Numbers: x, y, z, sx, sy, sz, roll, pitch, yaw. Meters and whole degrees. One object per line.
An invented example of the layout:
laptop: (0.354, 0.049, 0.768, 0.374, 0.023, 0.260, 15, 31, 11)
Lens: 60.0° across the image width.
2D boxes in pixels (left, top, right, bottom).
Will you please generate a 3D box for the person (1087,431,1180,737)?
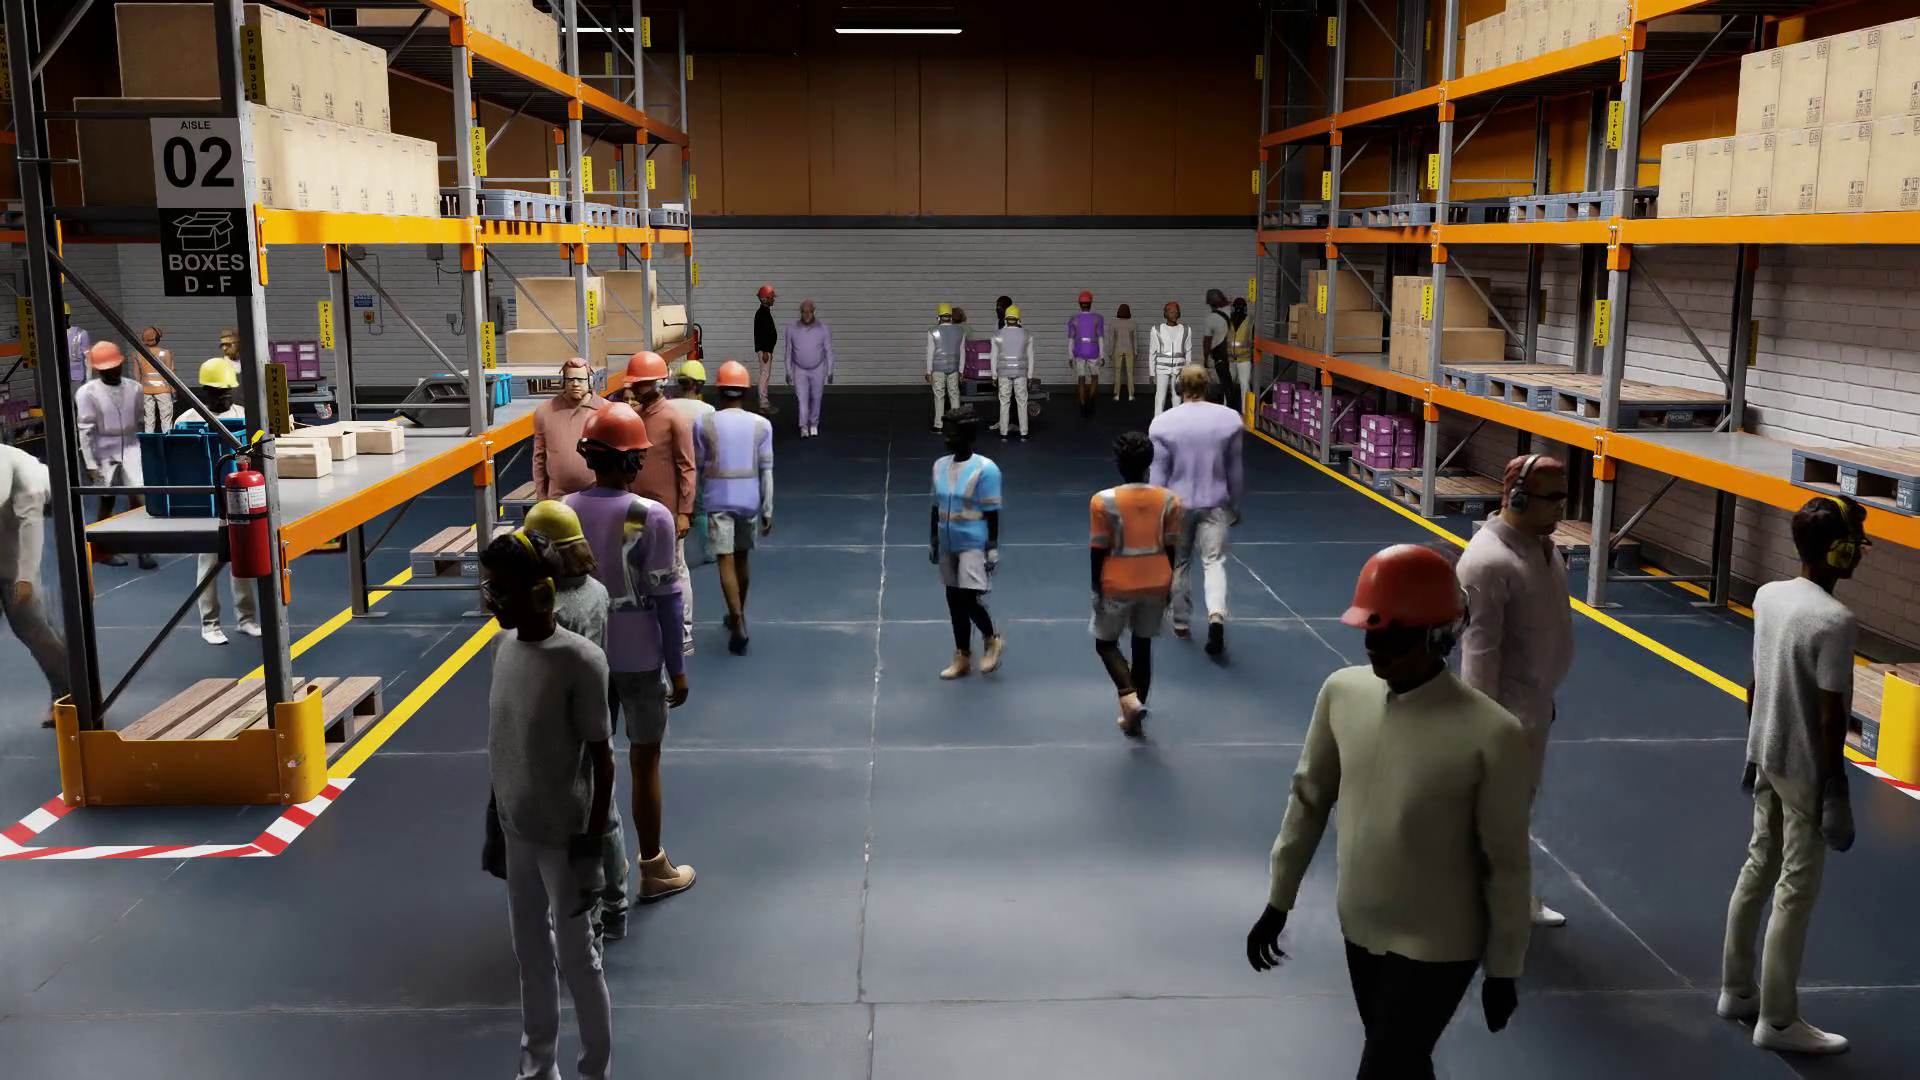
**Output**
person: (0.951, 0.263, 8.896, 0.533, 1.686, 0.468, -3, 11, -17)

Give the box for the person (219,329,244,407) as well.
person: (-7.313, -1.237, 16.937, 0.602, 1.810, 0.644, -2, 10, -9)

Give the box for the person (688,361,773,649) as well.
person: (-1.508, -0.244, 11.120, 0.547, 1.902, 0.952, -4, 11, -21)

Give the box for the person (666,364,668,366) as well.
person: (-4.870, -2.863, 25.710, 0.640, 1.906, 0.846, 4, 11, 22)

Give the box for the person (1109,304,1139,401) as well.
person: (2.770, -3.170, 28.137, 0.497, 1.634, 0.278, 1, 10, 6)

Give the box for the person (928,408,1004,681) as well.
person: (0.017, 0.036, 10.129, 0.548, 1.682, 0.362, 10, 14, 43)

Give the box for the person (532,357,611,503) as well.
person: (-2.623, -0.306, 11.467, 0.642, 1.902, 0.400, 0, 10, 0)

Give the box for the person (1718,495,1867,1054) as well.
person: (2.798, 0.769, 5.561, 0.323, 1.865, 0.534, -1, 10, -4)

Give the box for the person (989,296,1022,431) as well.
person: (0.678, -2.509, 23.670, 0.372, 1.915, 0.596, -6, 12, -31)

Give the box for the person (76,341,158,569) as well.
person: (-6.872, -0.680, 13.554, 0.886, 1.880, 0.562, 9, 14, 42)

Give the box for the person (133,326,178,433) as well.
person: (-9.910, -1.805, 20.514, 0.514, 1.642, 0.310, 0, 10, 2)

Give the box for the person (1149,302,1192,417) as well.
person: (2.813, -2.238, 22.252, 0.584, 1.882, 0.349, -1, 10, -3)

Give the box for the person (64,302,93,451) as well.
person: (-11.447, -2.096, 21.338, 0.595, 1.925, 0.373, -1, 10, -3)

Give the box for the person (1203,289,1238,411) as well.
person: (3.988, -2.866, 25.313, 0.759, 2.000, 0.910, -6, 12, -28)

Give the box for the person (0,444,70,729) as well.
person: (-5.115, 0.167, 8.857, 0.632, 1.894, 1.011, 0, 10, 0)

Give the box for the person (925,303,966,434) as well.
person: (-0.216, -2.400, 23.294, 0.603, 1.830, 0.404, -5, 11, -25)

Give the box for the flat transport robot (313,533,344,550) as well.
flat transport robot: (-5.864, -0.109, 14.882, 0.652, 0.197, 1.431, -3, 11, -17)

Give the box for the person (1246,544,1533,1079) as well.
person: (1.011, 0.982, 4.107, 0.905, 1.960, 0.635, -6, 12, -30)

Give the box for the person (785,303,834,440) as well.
person: (-2.059, -2.314, 22.758, 0.664, 1.852, 0.986, -1, 10, -6)

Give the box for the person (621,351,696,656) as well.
person: (-1.959, -0.216, 10.684, 0.623, 1.989, 0.400, 9, 13, 41)

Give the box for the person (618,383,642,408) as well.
person: (-2.500, -0.416, 12.785, 0.510, 1.639, 0.308, 0, 10, 1)

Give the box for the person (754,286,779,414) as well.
person: (-3.033, -2.980, 26.074, 0.381, 1.994, 0.617, 0, 10, -2)

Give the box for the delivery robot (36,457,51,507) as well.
delivery robot: (-9.111, -0.572, 16.410, 0.477, 0.478, 0.707, -3, 11, -18)

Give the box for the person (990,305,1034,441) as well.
person: (0.702, -2.238, 22.392, 0.591, 1.834, 0.404, 0, 10, 1)

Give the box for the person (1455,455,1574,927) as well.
person: (2.121, 0.612, 6.359, 0.401, 1.895, 0.652, 8, 13, 39)

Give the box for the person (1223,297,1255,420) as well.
person: (4.190, -2.731, 25.107, 0.628, 1.846, 0.429, 5, 11, 24)

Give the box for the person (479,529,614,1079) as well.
person: (-1.237, 0.884, 4.917, 0.518, 1.865, 0.327, 8, 13, 36)

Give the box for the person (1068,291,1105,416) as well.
person: (1.954, -2.876, 25.693, 0.586, 1.921, 0.473, 2, 10, 9)

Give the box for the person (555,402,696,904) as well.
person: (-1.375, 0.463, 6.763, 0.608, 2.044, 0.370, 4, 11, 21)

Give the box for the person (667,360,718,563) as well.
person: (-2.224, -0.601, 13.583, 0.535, 1.724, 0.894, 3, 11, 17)

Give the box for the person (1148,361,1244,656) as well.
person: (1.550, -0.209, 10.896, 0.641, 1.916, 0.871, 0, 10, 1)

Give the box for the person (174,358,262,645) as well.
person: (-4.919, -0.261, 11.152, 0.398, 1.918, 0.588, 7, 12, 35)

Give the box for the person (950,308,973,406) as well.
person: (-0.042, -2.904, 26.704, 0.538, 1.626, 0.313, 3, 11, 17)

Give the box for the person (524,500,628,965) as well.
person: (-1.465, 0.714, 6.201, 0.323, 1.741, 0.490, 3, 11, 15)
